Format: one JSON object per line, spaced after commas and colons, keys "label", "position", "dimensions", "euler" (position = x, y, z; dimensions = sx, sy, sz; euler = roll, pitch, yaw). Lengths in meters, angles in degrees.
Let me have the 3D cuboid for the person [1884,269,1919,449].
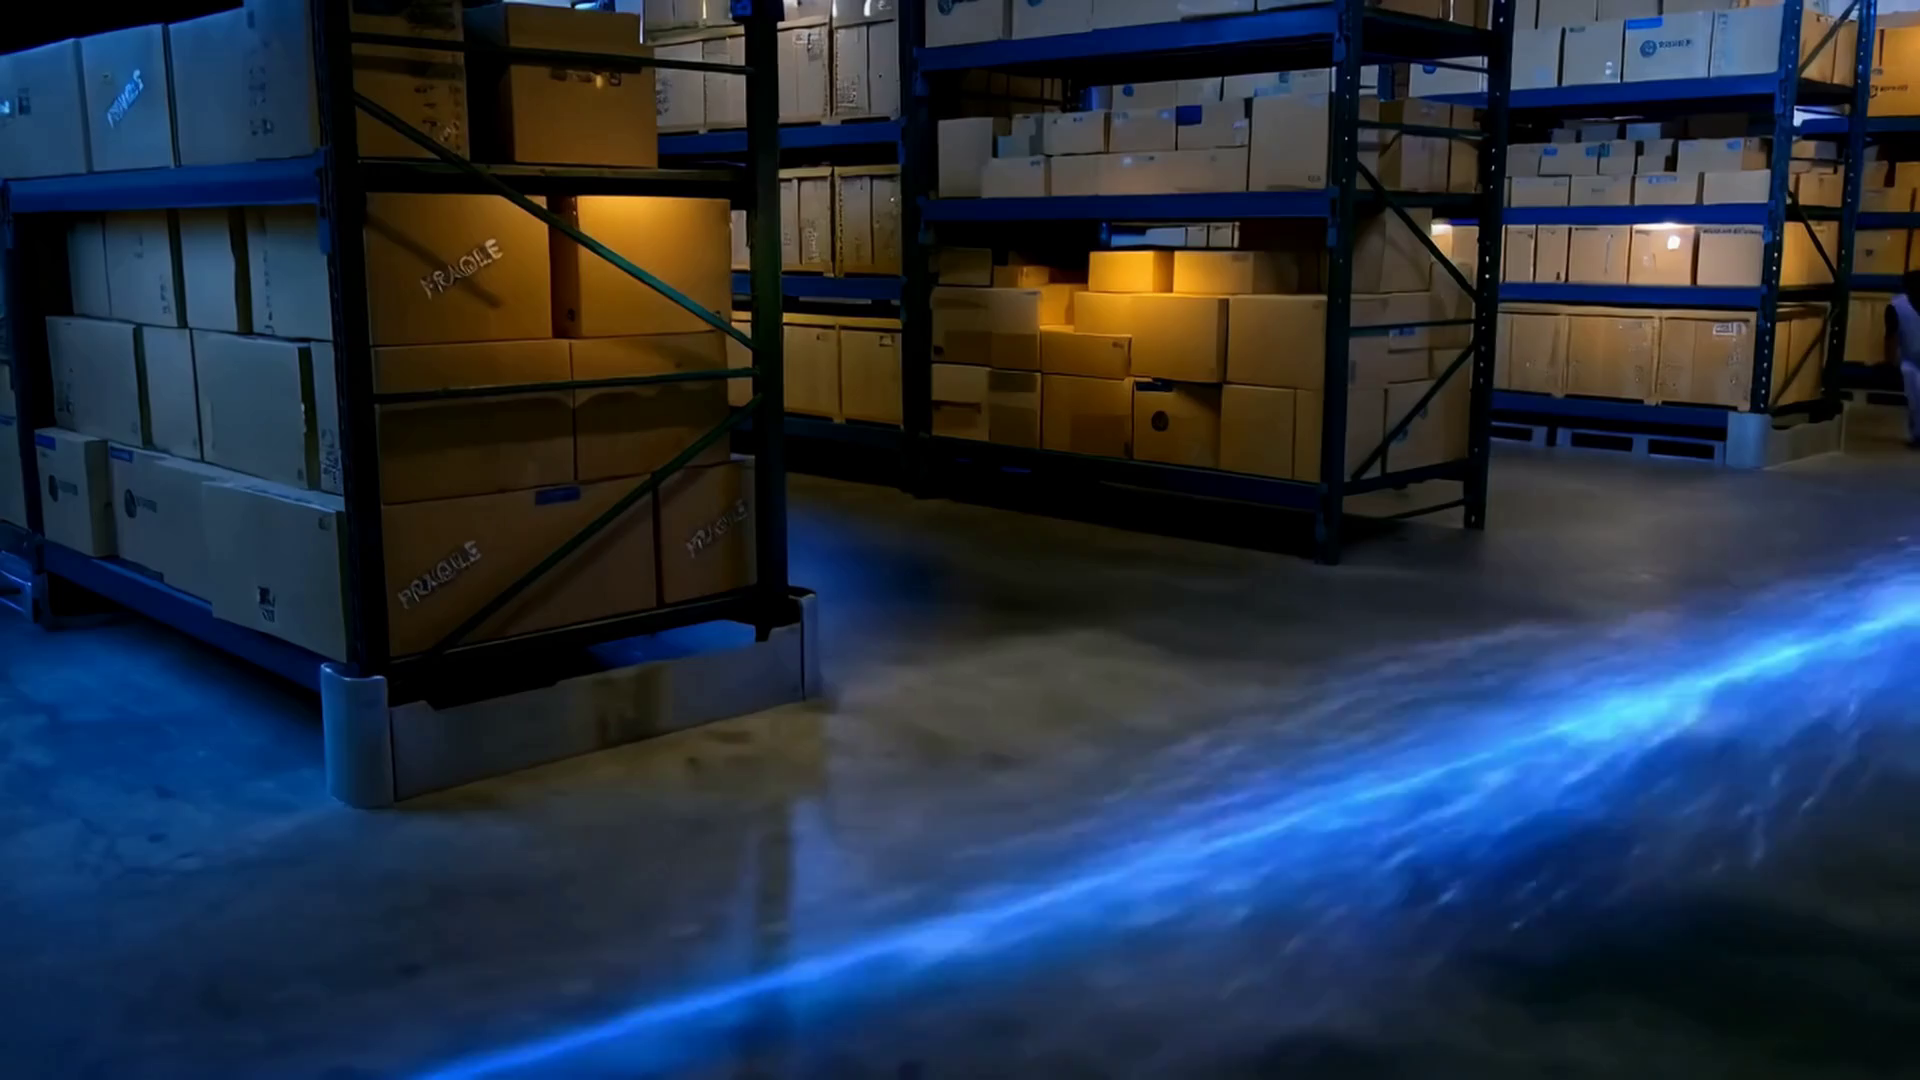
{"label": "person", "position": [9.644, -1.832, 16.792], "dimensions": [0.655, 1.793, 0.789], "euler": [2, 11, 10]}
